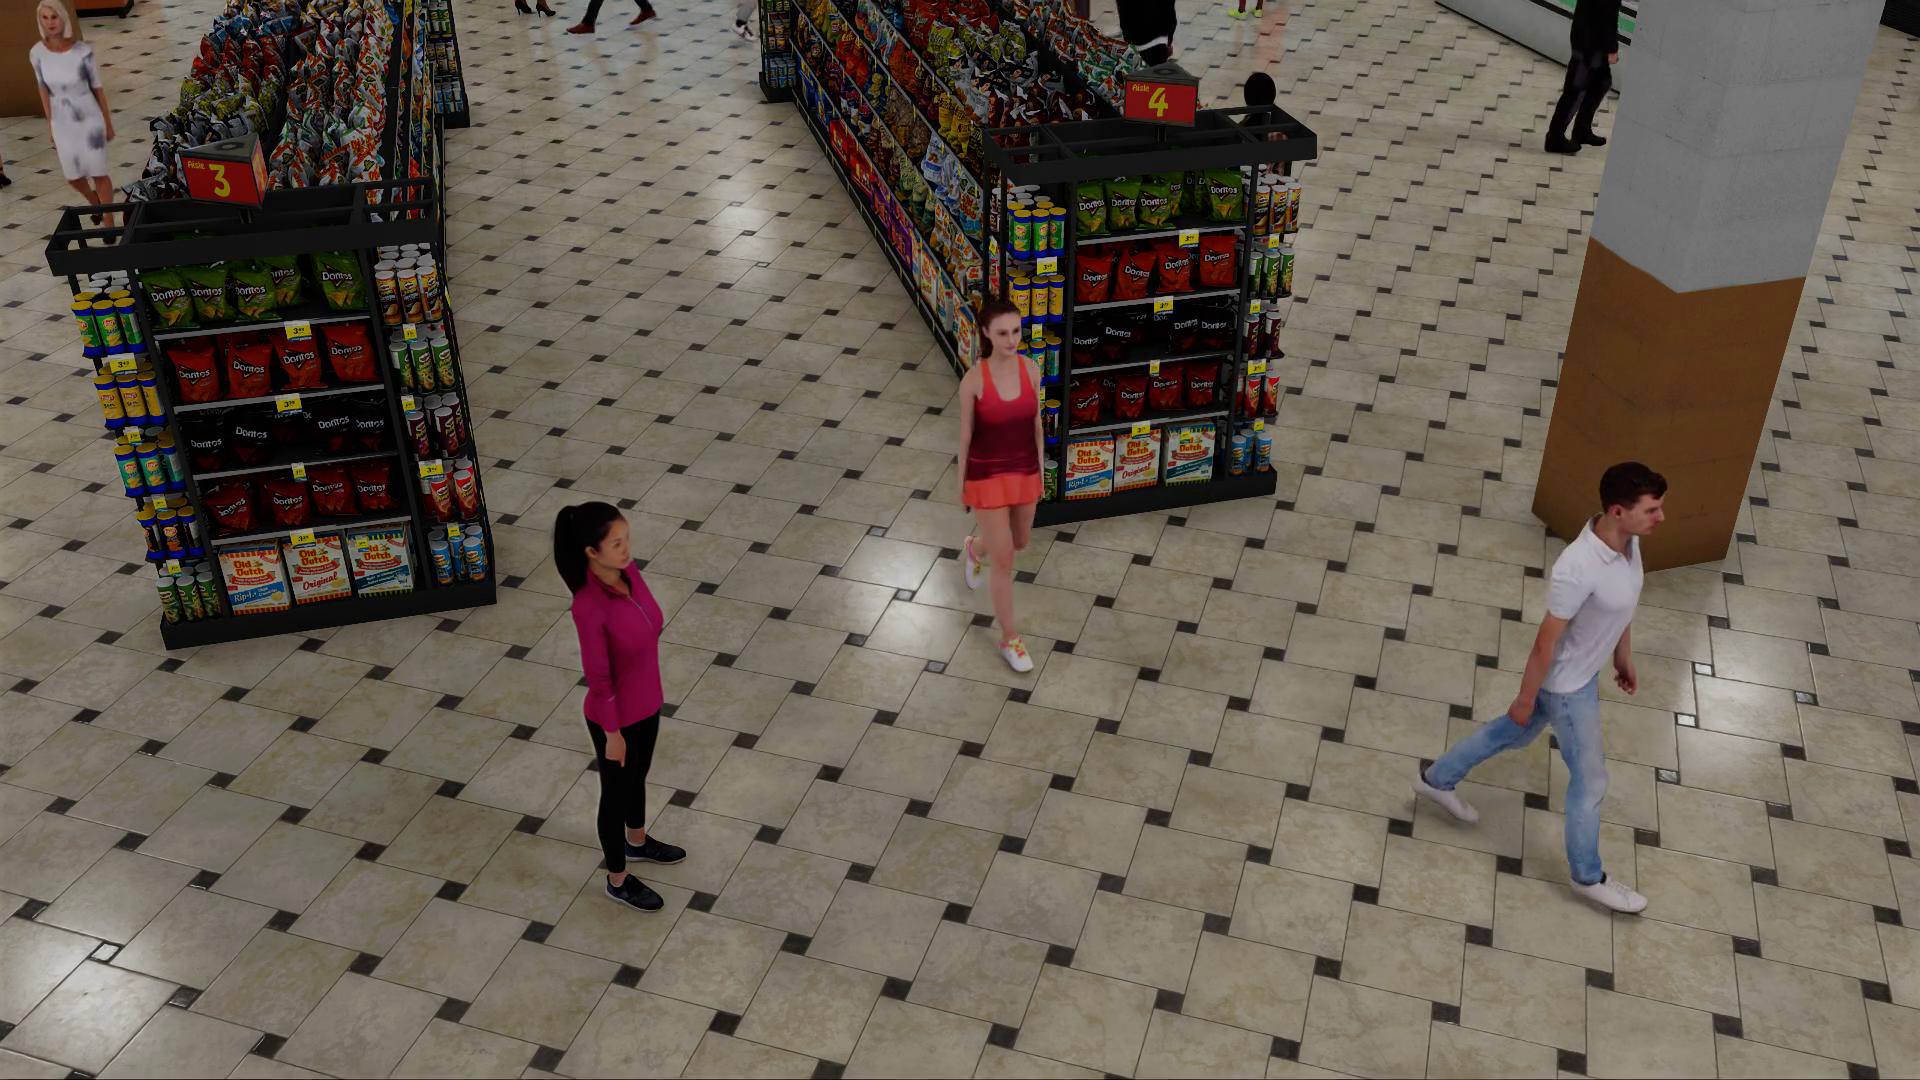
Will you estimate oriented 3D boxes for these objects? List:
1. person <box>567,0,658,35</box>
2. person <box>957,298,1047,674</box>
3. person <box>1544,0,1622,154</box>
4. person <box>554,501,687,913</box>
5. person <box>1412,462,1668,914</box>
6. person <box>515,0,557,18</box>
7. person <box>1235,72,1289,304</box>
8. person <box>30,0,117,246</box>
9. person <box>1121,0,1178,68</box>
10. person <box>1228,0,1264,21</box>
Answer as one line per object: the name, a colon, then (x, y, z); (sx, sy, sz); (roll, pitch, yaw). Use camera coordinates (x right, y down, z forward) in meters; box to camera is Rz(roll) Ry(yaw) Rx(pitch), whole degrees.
person: (-3.428, -5.988, 16.624); (0.985, 1.779, 1.228); (-17, 36, -25)
person: (0.172, -0.304, 7.537); (0.687, 1.729, 1.105); (-13, 34, -20)
person: (4.997, -4.022, 13.426); (0.952, 1.821, 0.860); (6, 32, 9)
person: (-1.246, 0.600, 6.112); (0.740, 1.699, 0.639); (6, 32, 9)
person: (2.168, 0.481, 6.203); (1.260, 1.806, 1.159); (19, 37, 28)
person: (-4.519, -6.355, 17.156); (0.747, 1.841, 0.805); (17, 36, 25)
person: (1.756, -1.947, 10.116); (0.587, 1.793, 0.547); (-10, 33, -16)
person: (-6.269, -2.980, 11.828); (0.606, 1.738, 0.686); (-10, 33, -16)
person: (1.558, -3.976, 13.370); (0.844, 1.800, 1.167); (-16, 35, -24)
person: (3.037, -6.274, 17.106); (0.581, 1.755, 0.546); (-12, 34, -19)
